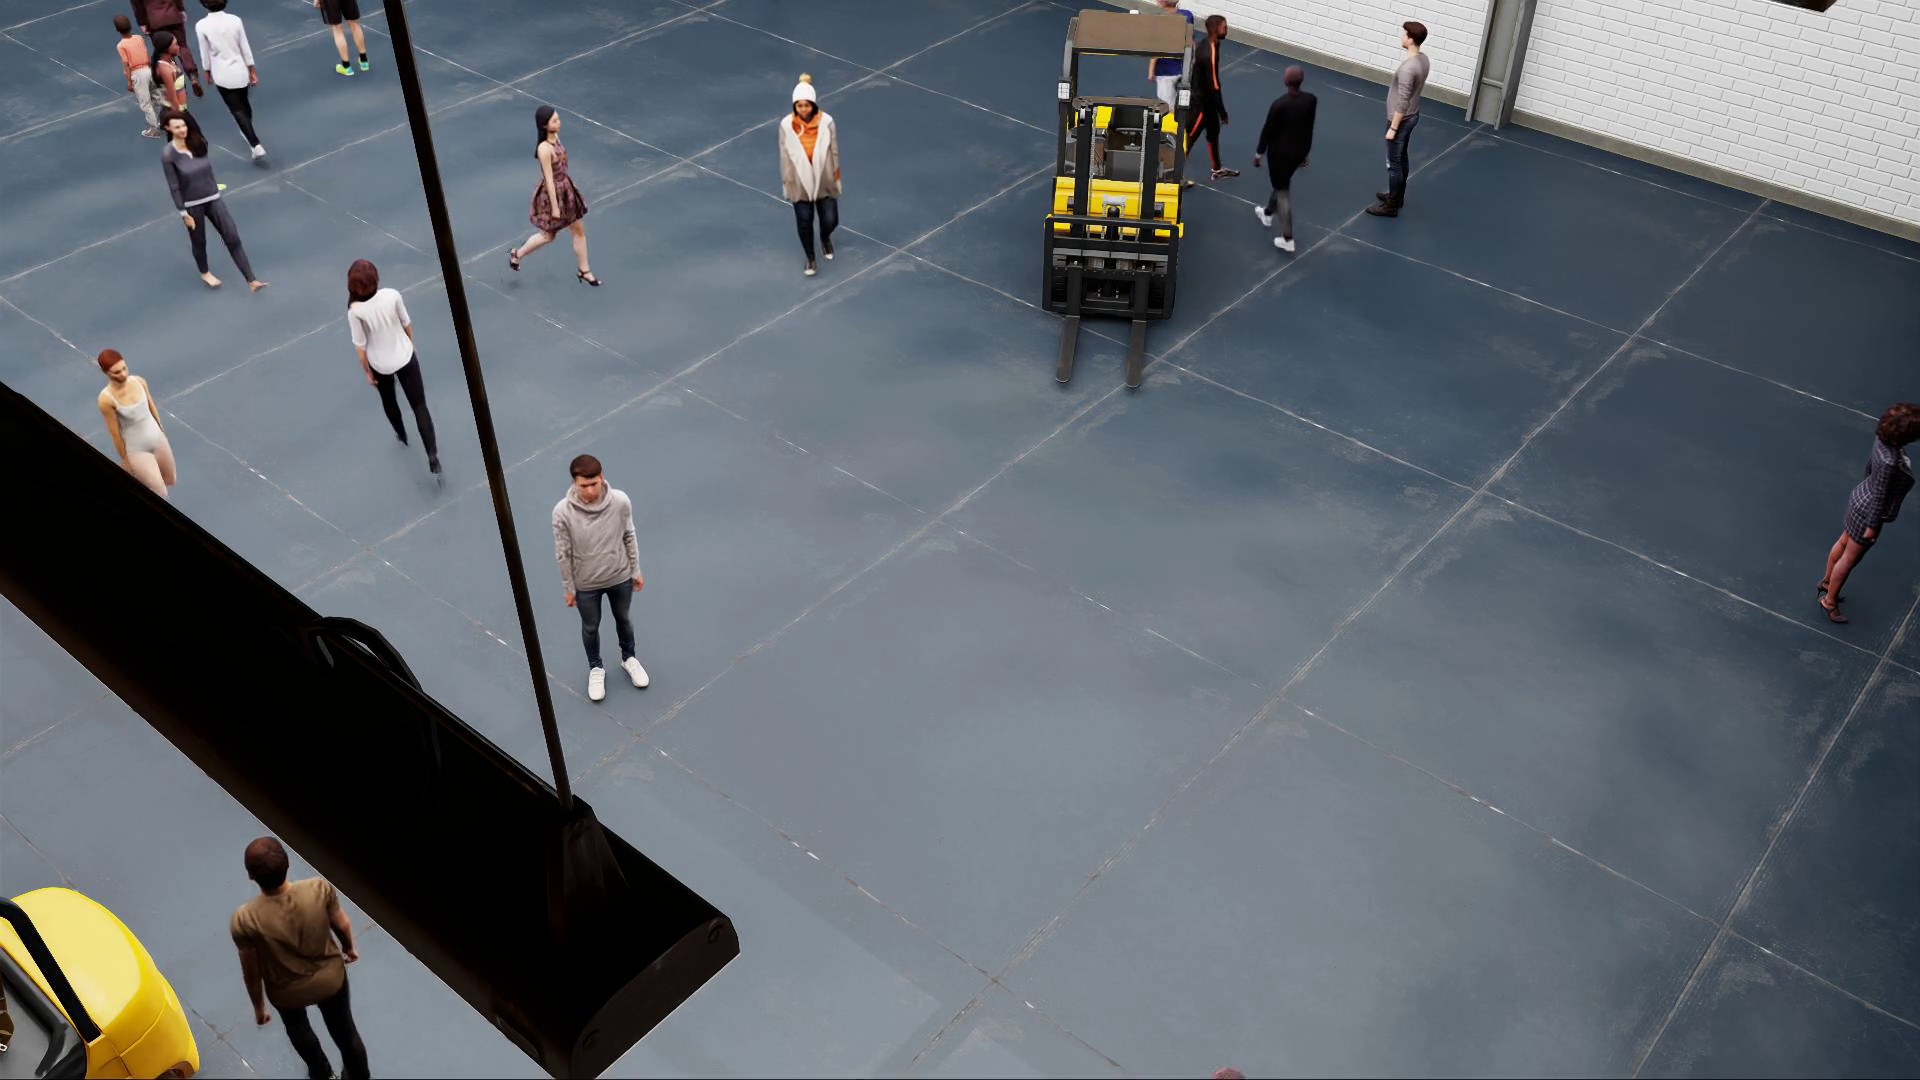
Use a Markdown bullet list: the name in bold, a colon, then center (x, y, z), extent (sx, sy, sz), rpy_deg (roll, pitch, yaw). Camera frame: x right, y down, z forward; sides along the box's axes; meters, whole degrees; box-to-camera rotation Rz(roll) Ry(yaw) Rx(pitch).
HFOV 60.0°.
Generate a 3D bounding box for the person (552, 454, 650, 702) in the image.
- **person**: center (-2.305, 0.208, 10.700), extent (0.757, 1.852, 0.747), rpy_deg (-14, 41, -17)

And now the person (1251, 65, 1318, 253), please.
- **person**: center (3.069, -3.516, 15.466), extent (0.953, 1.723, 1.176), rpy_deg (-16, 41, -19)

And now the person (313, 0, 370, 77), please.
- **person**: center (-7.010, -6.172, 18.657), extent (0.731, 1.892, 0.644), rpy_deg (-26, 45, -29)

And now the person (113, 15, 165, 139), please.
- **person**: center (-8.624, -4.893, 17.522), extent (0.521, 1.310, 0.523), rpy_deg (20, 43, 23)

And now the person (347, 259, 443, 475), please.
- **person**: center (-4.264, -1.272, 12.629), extent (0.877, 1.757, 1.203), rpy_deg (-19, 42, -22)

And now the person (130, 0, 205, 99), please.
- **person**: center (-8.624, -5.646, 18.033), extent (0.778, 1.848, 0.945), rpy_deg (-28, 46, -31)

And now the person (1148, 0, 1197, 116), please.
- **person**: center (2.205, -4.730, 16.937), extent (0.845, 1.784, 1.077), rpy_deg (-23, 44, -26)

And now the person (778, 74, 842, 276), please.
- **person**: center (-1.347, -3.338, 15.120), extent (0.888, 1.877, 0.947), rpy_deg (-4, 39, -5)

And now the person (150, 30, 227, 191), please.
- **person**: center (-7.669, -4.092, 16.177), extent (0.819, 1.736, 0.767), rpy_deg (-8, 39, -10)

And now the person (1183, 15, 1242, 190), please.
- **person**: center (2.281, -4.294, 16.397), extent (1.126, 1.777, 1.026), rpy_deg (1, 39, 1)

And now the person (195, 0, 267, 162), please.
- **person**: center (-7.417, -4.736, 16.951), extent (0.748, 1.777, 1.167), rpy_deg (-29, 47, -31)

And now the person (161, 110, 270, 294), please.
- **person**: center (-6.827, -3.006, 14.829), extent (1.086, 1.722, 0.689), rpy_deg (24, 44, 27)

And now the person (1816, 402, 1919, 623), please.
- **person**: center (6.176, -0.195, 11.324), extent (0.666, 1.703, 0.683), rpy_deg (13, 40, 15)

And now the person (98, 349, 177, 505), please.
- **person**: center (-5.949, -0.686, 12.004), extent (0.938, 1.621, 0.697), rpy_deg (17, 42, 20)

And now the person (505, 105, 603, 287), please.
- **person**: center (-3.679, -3.021, 14.824), extent (1.154, 1.751, 1.028), rpy_deg (1, 39, 2)

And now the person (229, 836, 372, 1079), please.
- **person**: center (-3.192, 2.228, 8.181), extent (0.809, 1.839, 0.825), rpy_deg (-23, 44, -26)

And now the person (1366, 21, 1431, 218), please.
- **person**: center (4.251, -4.035, 15.972), extent (0.626, 1.903, 0.742), rpy_deg (19, 42, 22)
